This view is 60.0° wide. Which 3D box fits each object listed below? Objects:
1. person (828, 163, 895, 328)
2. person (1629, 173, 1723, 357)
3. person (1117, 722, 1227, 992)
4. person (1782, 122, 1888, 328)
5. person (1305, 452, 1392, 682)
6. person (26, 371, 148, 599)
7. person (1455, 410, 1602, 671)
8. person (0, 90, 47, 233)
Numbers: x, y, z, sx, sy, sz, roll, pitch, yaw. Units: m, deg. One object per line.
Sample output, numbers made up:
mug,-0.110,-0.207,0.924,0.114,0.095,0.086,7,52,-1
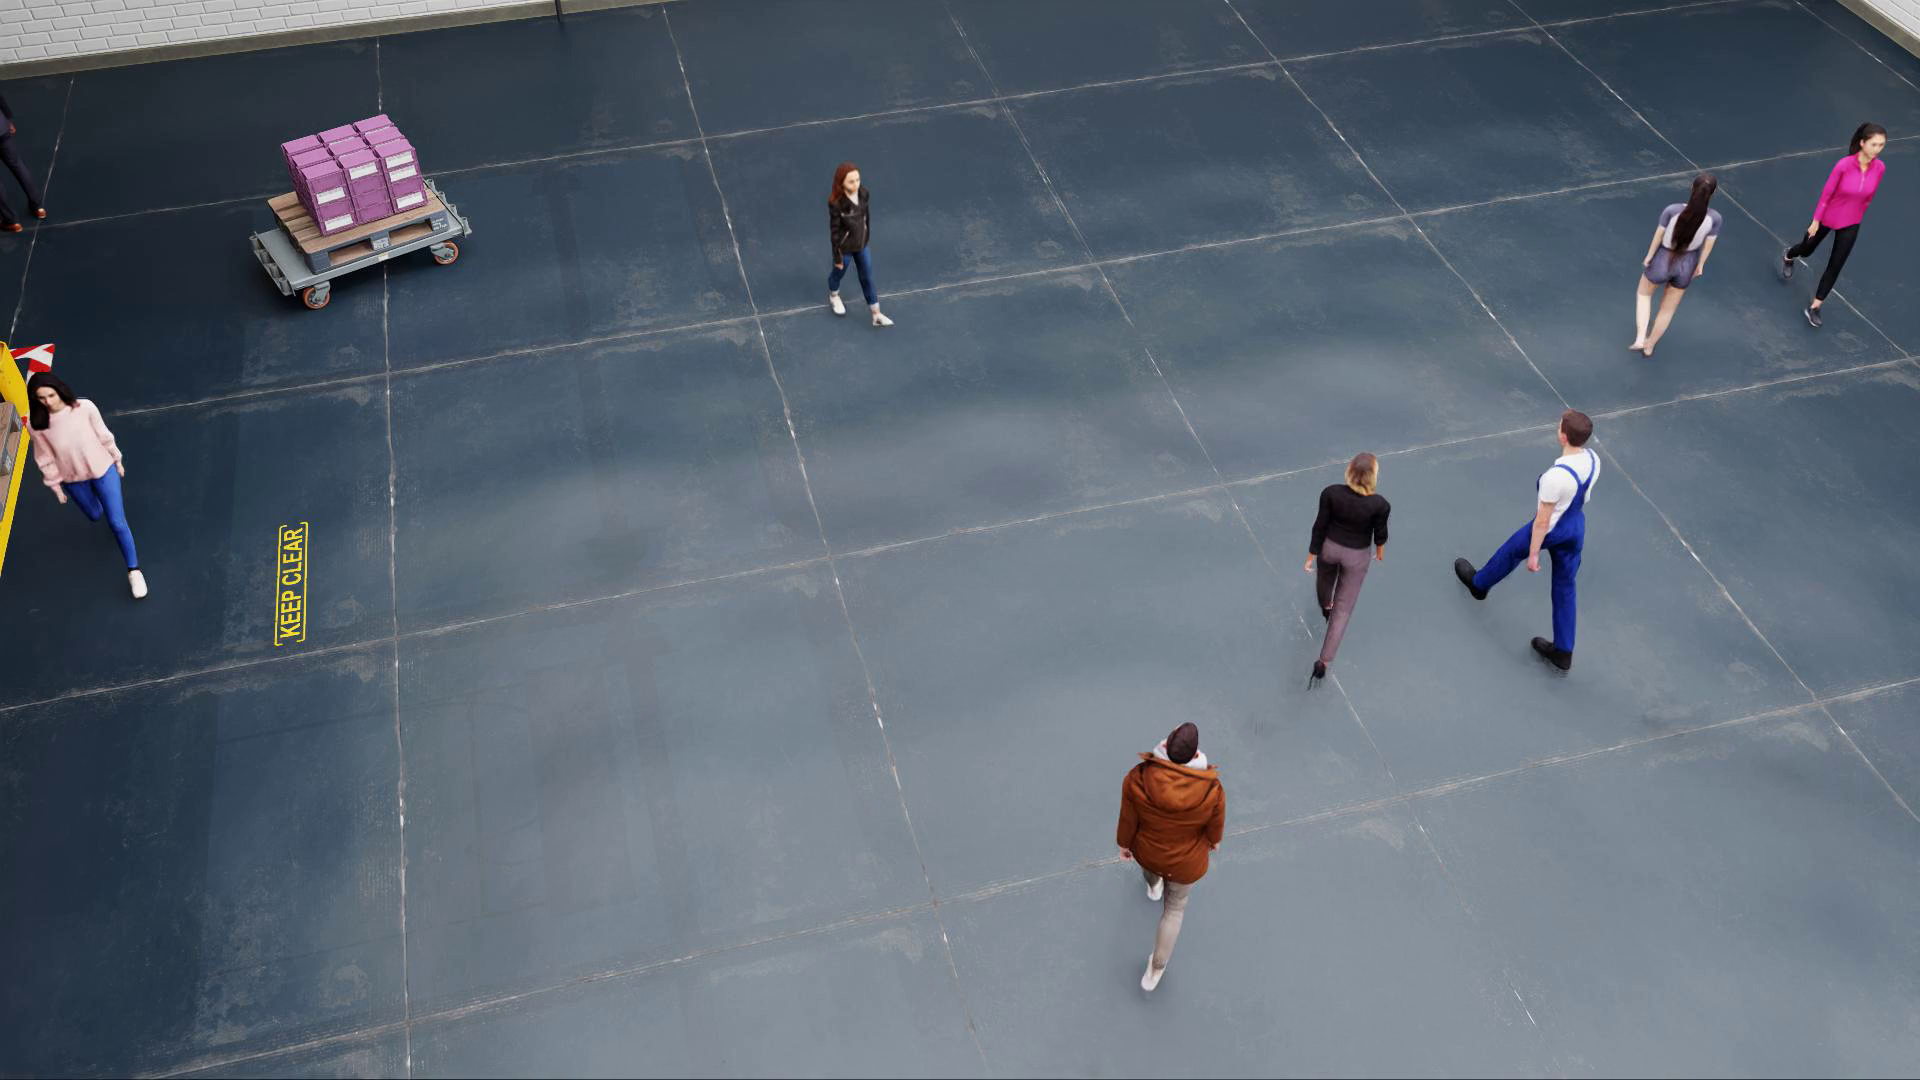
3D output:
person,-0.934,-2.412,13.444,0.833,1.440,1.038,-30,51,-27
person,5.553,-2.085,12.954,0.734,1.641,0.774,12,45,12
person,1.107,1.702,8.871,1.078,1.791,1.264,11,45,11
person,7.074,-2.627,13.501,0.824,1.672,1.152,3,44,3
person,2.413,0.193,10.573,1.000,1.628,1.103,18,46,18
person,-5.864,-0.478,11.197,0.748,1.739,1.163,-16,46,-16
person,3.847,0.036,10.624,0.821,1.785,1.349,-21,47,-20
person,-8.404,-3.530,14.340,0.832,1.822,0.782,23,48,23
